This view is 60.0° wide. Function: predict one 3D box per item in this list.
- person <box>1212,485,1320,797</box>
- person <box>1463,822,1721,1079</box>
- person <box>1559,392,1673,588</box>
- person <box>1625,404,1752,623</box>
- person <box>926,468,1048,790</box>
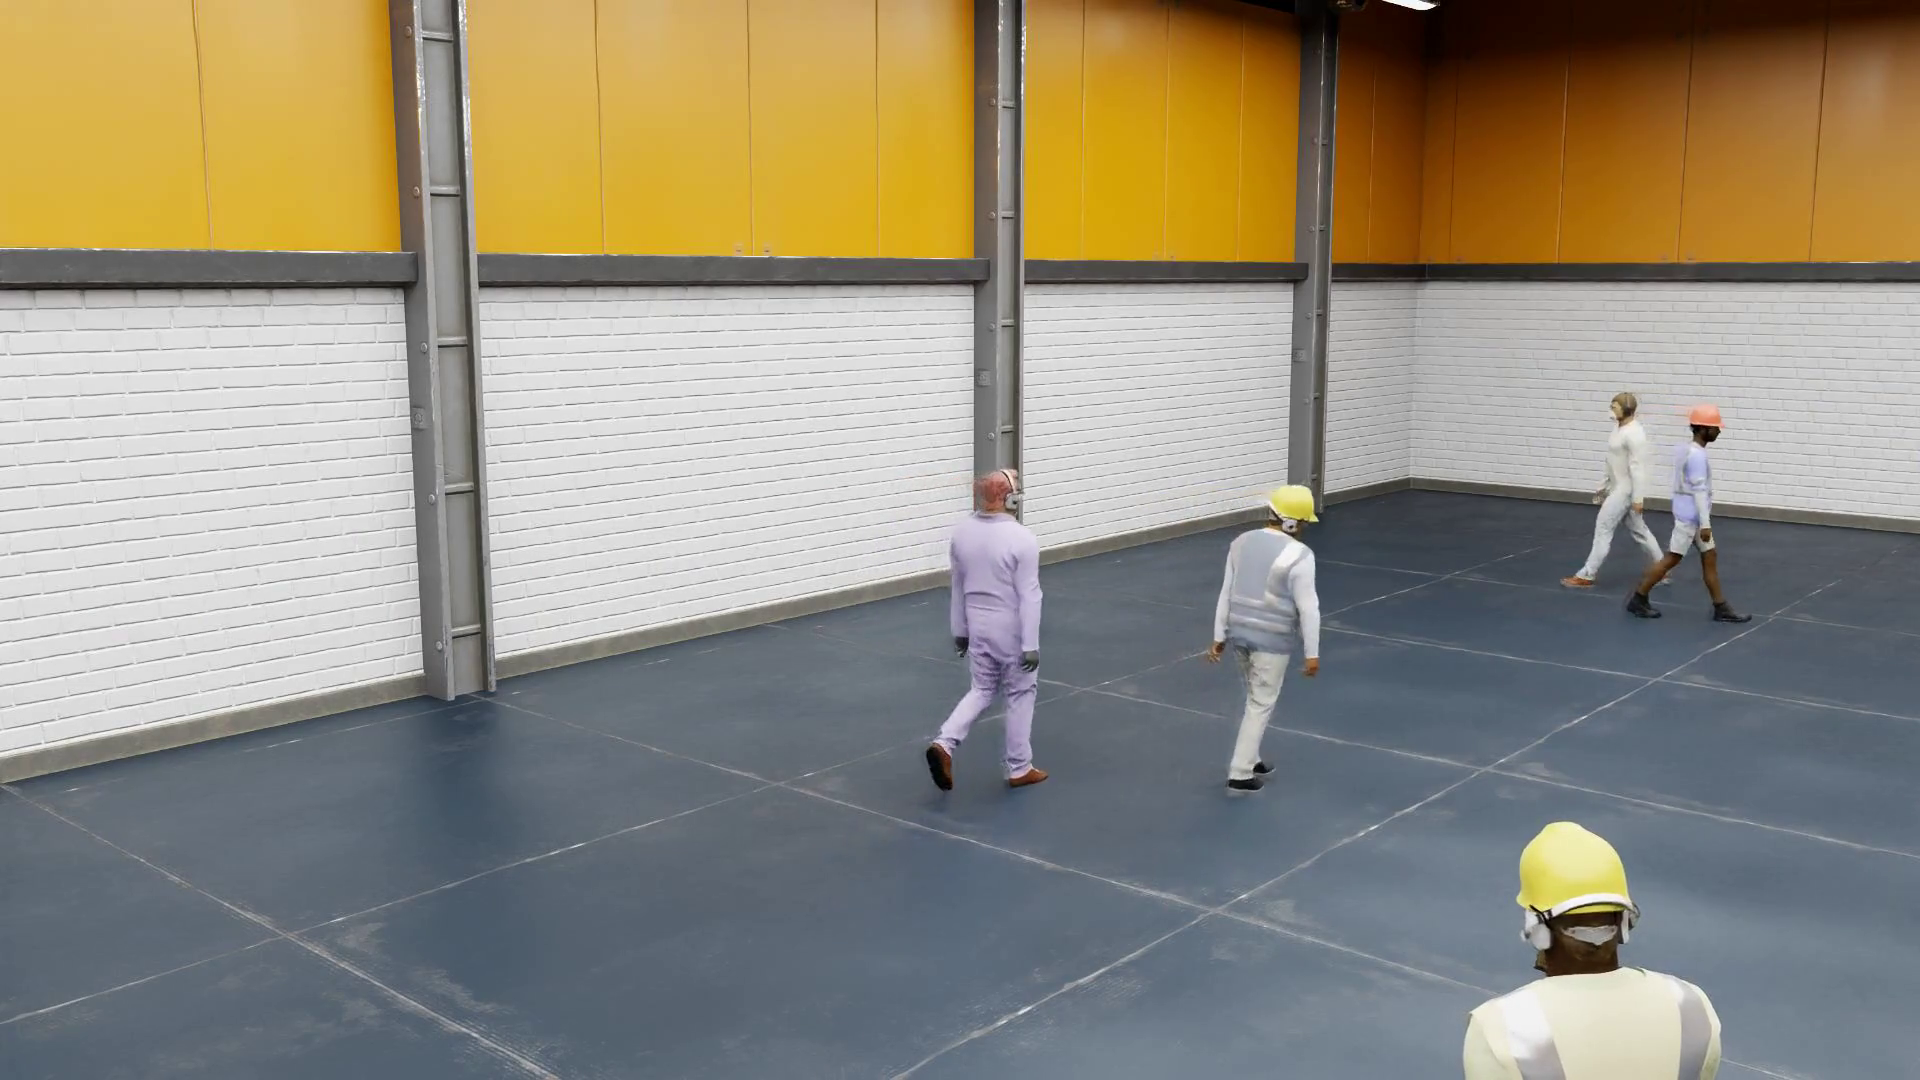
[{"bbox_3d":[1.755,0.574,9.531,0.610,1.788,0.611,-6,11,-33],"label":"person"},{"bbox_3d":[1.303,1.505,3.593,0.588,1.822,0.403,-2,9,-14],"label":"person"},{"bbox_3d":[6.315,-0.461,15.770,1.034,1.894,0.640,2,9,12],"label":"person"},{"bbox_3d":[6.267,-0.225,14.271,1.008,1.889,0.563,4,10,21],"label":"person"},{"bbox_3d":[0.182,0.532,9.514,0.749,1.886,0.650,-9,13,-44],"label":"person"}]
